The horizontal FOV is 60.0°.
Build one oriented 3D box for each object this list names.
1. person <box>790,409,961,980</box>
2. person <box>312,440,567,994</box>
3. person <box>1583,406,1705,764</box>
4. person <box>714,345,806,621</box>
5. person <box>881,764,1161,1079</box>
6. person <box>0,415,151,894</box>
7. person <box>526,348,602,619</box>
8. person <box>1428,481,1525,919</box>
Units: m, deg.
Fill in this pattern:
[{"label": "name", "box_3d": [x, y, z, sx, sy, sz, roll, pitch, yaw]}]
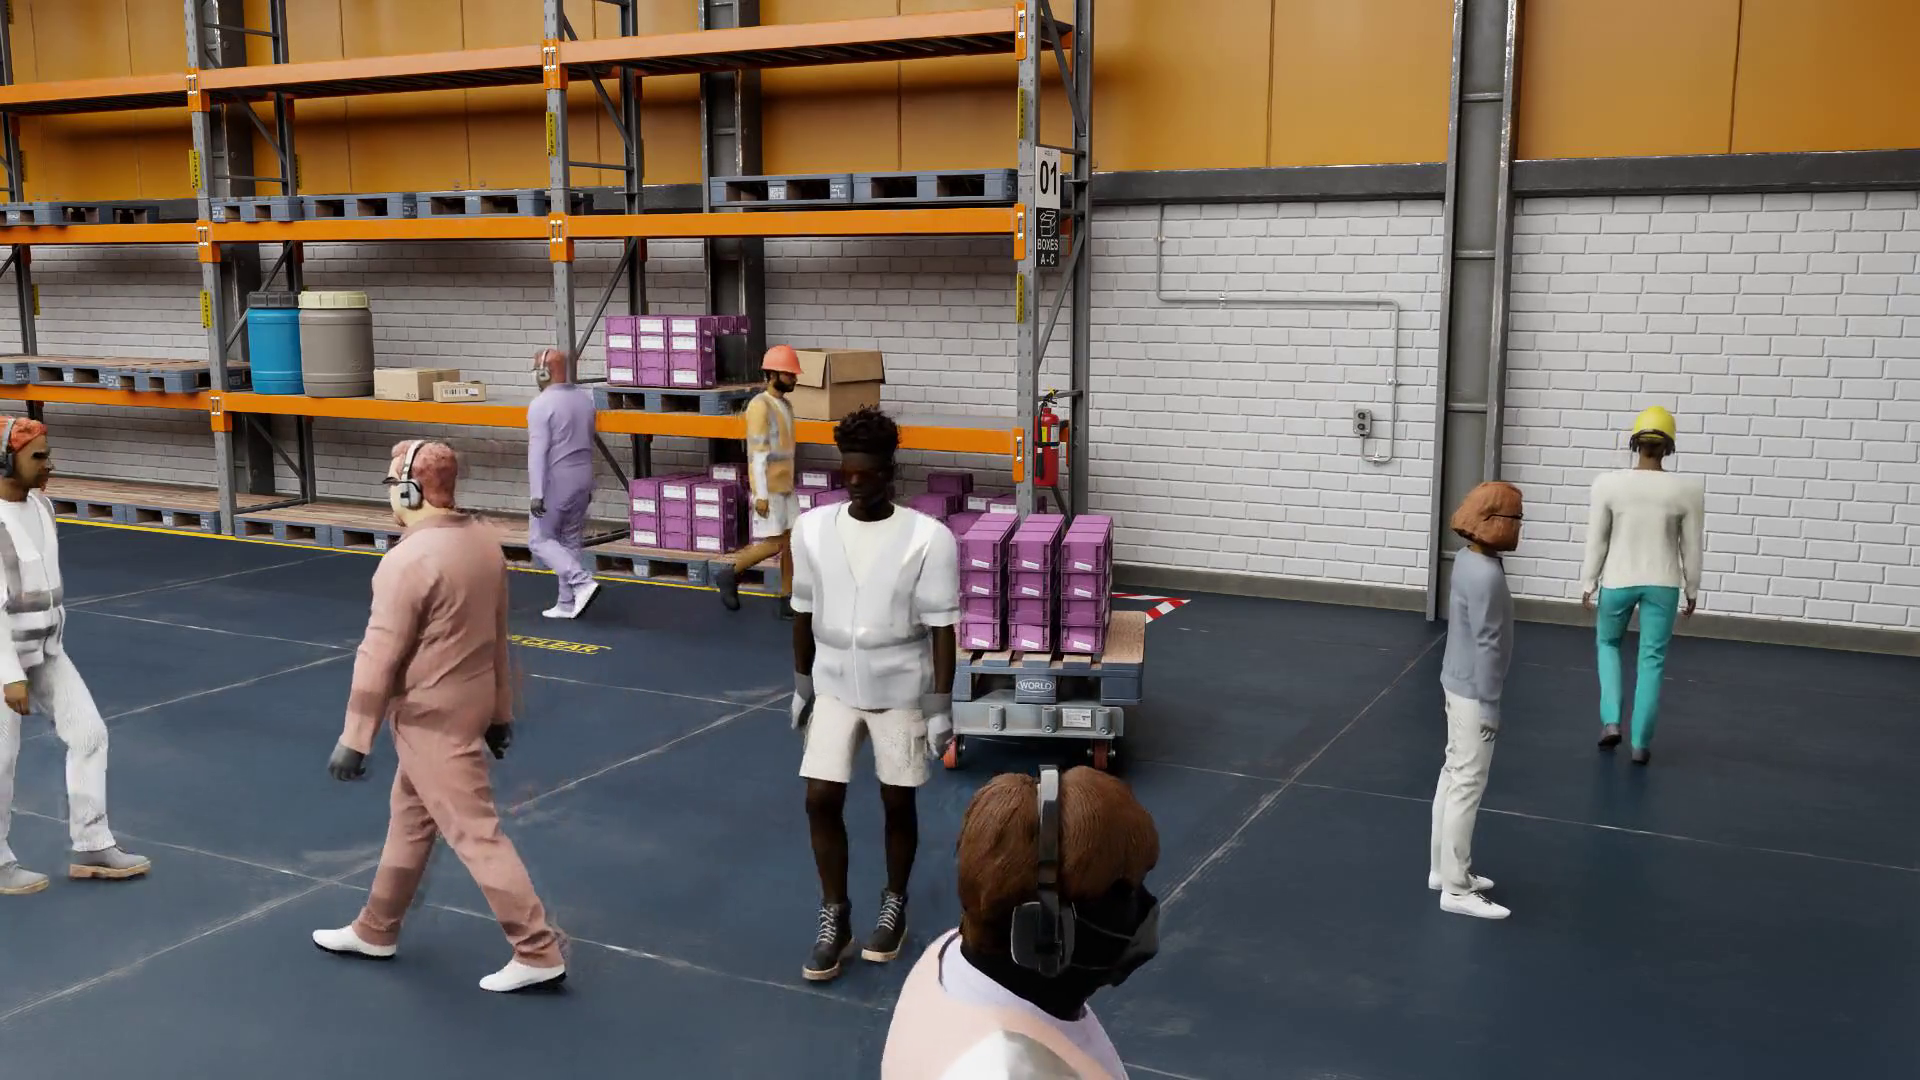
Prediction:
[{"label": "person", "box_3d": [-0.331, 0.534, 5.632, 0.644, 1.942, 0.690, 2, 10, 14]}, {"label": "person", "box_3d": [-1.769, 0.591, 5.576, 0.999, 1.858, 0.638, 1, 9, 6]}, {"label": "person", "box_3d": [3.353, 0.221, 8.174, 0.546, 1.749, 0.445, 3, 10, 20]}, {"label": "person", "box_3d": [-1.318, -0.379, 11.358, 0.646, 1.916, 0.545, 4, 10, 21]}, {"label": "person", "box_3d": [0.137, 1.172, 2.107, 0.511, 1.826, 0.629, 0, 9, 0]}, {"label": "person", "box_3d": [-3.515, 0.458, 6.378, 0.772, 1.855, 0.596, 1, 9, 5]}, {"label": "person", "box_3d": [-2.694, -0.361, 11.356, 0.505, 1.888, 0.677, 4, 10, 25]}, {"label": "person", "box_3d": [1.954, 0.588, 6.277, 0.267, 1.631, 0.507, 1, 9, 8]}]
